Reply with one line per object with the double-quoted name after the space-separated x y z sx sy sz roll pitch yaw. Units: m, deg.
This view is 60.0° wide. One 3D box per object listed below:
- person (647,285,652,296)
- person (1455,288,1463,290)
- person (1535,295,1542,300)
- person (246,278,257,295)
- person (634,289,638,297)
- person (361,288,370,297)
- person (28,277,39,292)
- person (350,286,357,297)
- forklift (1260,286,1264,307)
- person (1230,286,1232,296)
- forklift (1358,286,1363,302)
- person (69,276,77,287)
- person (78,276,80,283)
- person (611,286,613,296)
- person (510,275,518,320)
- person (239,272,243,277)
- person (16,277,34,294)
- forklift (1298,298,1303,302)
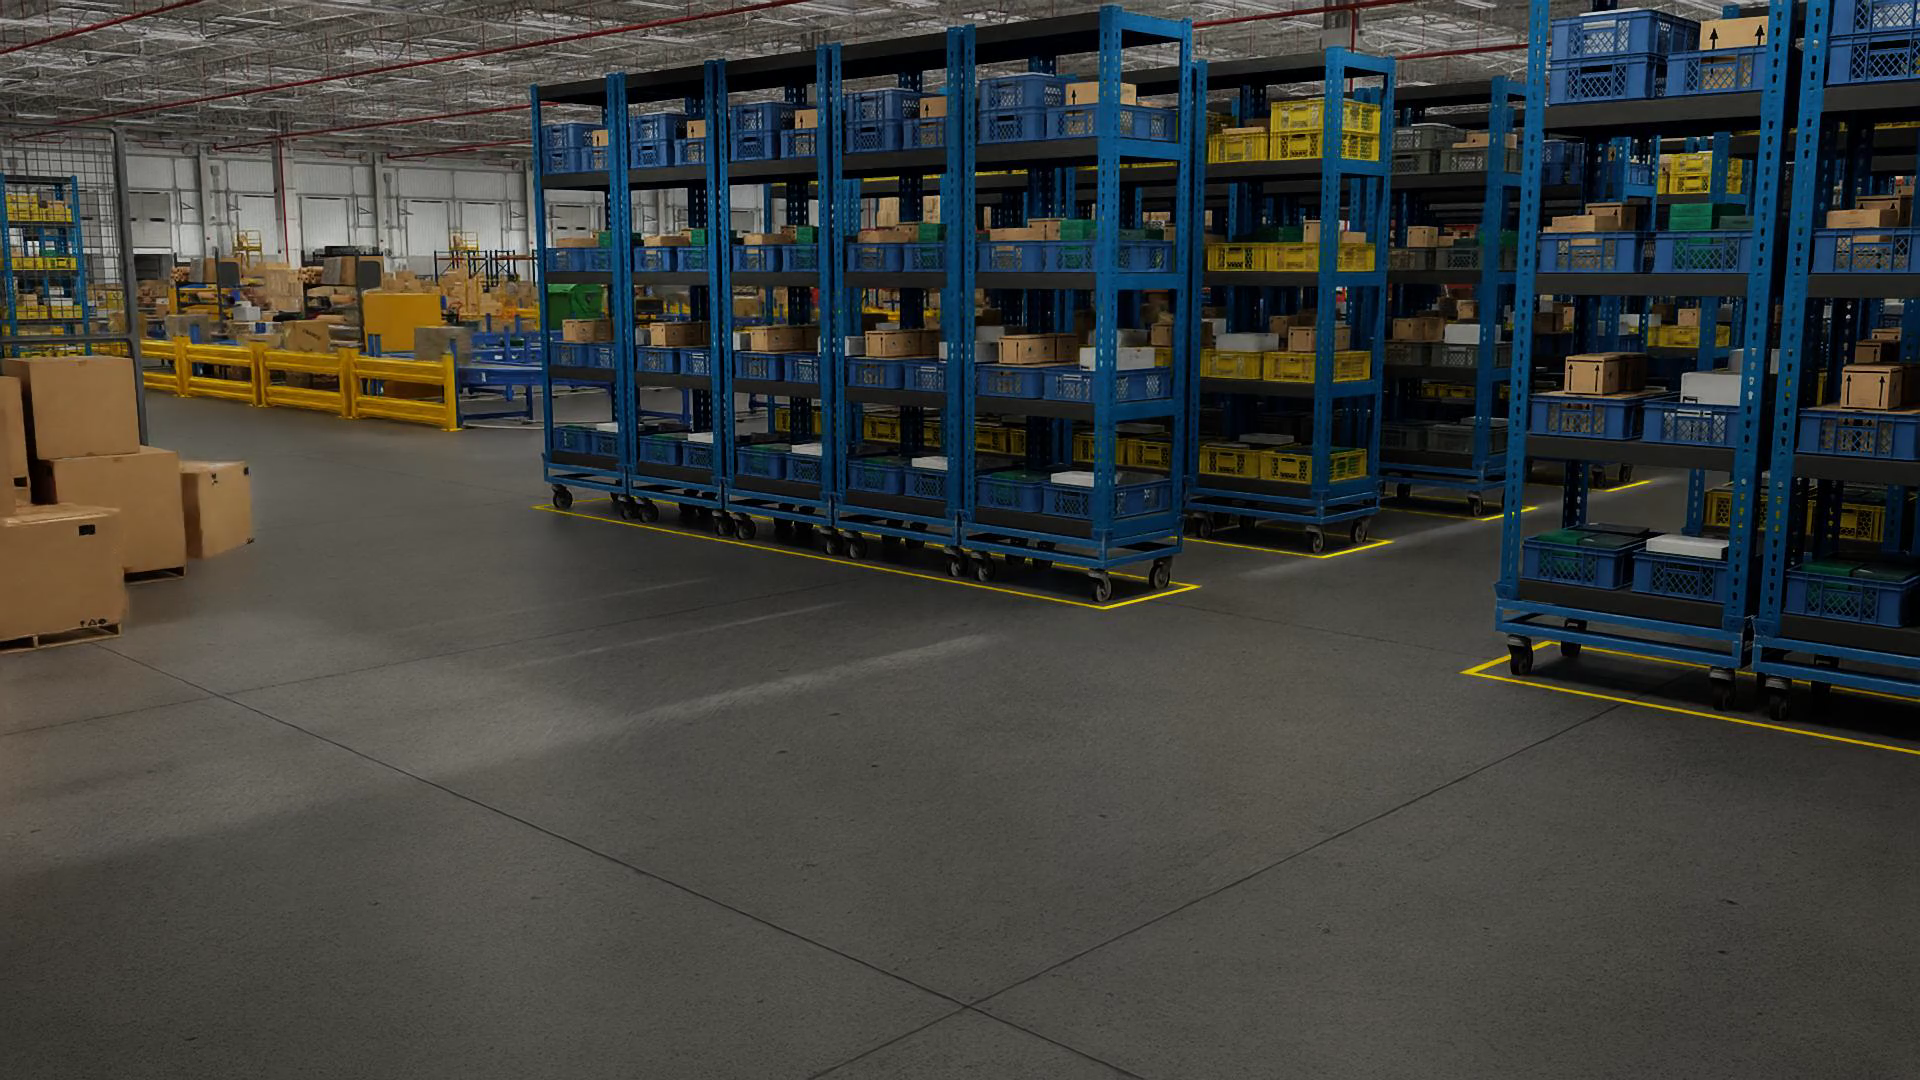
-11.653 -8.957 62.635 0.523 1.667 0.837 7 12 38 "person"
16.975 -7.915 56.373 0.766 1.602 0.501 5 11 30 "person"
15.398 -6.156 44.931 0.597 1.826 0.404 -2 9 -10 "person"
-25.194 -8.476 59.356 0.647 1.749 0.532 -8 12 -40 "person"
-16.688 -12.736 85.099 0.964 1.886 0.598 1 9 5 "person"
-19.726 -7.860 55.019 0.375 1.939 0.546 -9 13 -43 "person"
-29.952 -7.630 53.822 0.535 1.868 0.309 3 10 20 "person"
-20.201 -7.985 55.774 0.526 1.941 0.651 -5 10 -28 "person"
9.285 -8.035 53.209 1.129 2.768 1.873 3 10 19 "forklift"
7.884 -6.582 47.808 0.549 1.730 0.768 -2 9 -11 "person"
11.100 -7.017 46.970 1.873 2.768 1.129 9 13 43 "forklift"
-42.265 -11.817 79.354 0.416 1.913 0.585 -5 10 -28 "person"
-45.183 -12.817 85.347 0.465 1.971 0.796 -5 11 -30 "person"
-11.112 -7.468 53.589 0.461 1.615 0.514 8 12 39 "person"
-16.978 -9.195 63.461 0.415 1.852 0.546 -8 12 -39 "person"
-37.168 -12.944 86.212 0.543 1.931 0.371 8 12 42 "person"
-29.800 -7.544 53.084 0.545 1.938 0.356 -9 13 -44 "person"
11.952 -8.412 55.523 1.129 2.768 1.873 8 12 42 "forklift"
